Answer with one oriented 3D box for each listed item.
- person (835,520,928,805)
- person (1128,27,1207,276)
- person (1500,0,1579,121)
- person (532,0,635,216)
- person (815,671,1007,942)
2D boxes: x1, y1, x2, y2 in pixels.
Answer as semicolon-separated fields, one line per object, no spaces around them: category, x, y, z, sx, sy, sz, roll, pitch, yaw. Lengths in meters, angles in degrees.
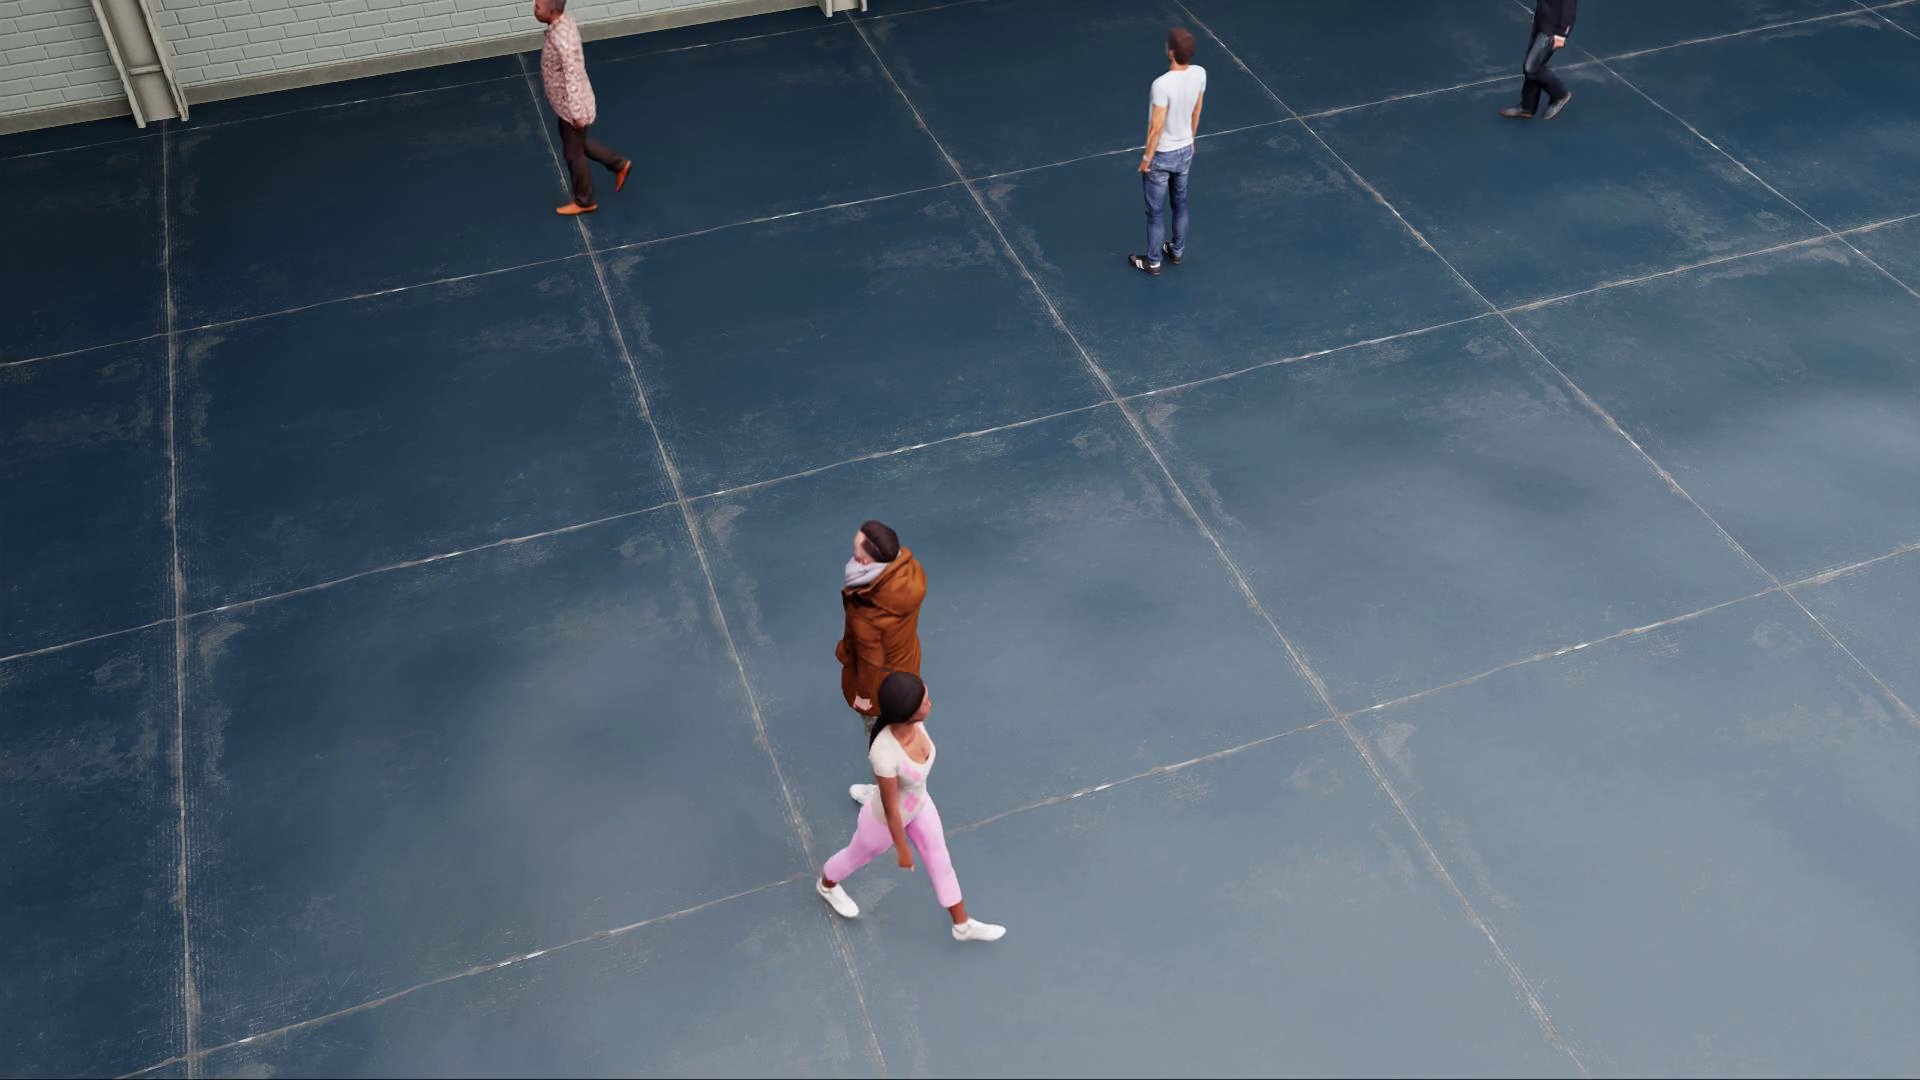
person;-0.366;0.620;8.204;0.908;1.837;0.848;17;46;18
person;1.495;-2.754;11.796;0.580;1.867;0.738;-27;49;-26
person;4.857;-4.207;13.398;0.876;1.805;0.845;-1;43;-1
person;-2.805;-3.273;12.410;0.908;1.788;0.755;-8;44;-9
person;-0.378;1.245;7.648;1.211;1.682;1.145;18;46;19
